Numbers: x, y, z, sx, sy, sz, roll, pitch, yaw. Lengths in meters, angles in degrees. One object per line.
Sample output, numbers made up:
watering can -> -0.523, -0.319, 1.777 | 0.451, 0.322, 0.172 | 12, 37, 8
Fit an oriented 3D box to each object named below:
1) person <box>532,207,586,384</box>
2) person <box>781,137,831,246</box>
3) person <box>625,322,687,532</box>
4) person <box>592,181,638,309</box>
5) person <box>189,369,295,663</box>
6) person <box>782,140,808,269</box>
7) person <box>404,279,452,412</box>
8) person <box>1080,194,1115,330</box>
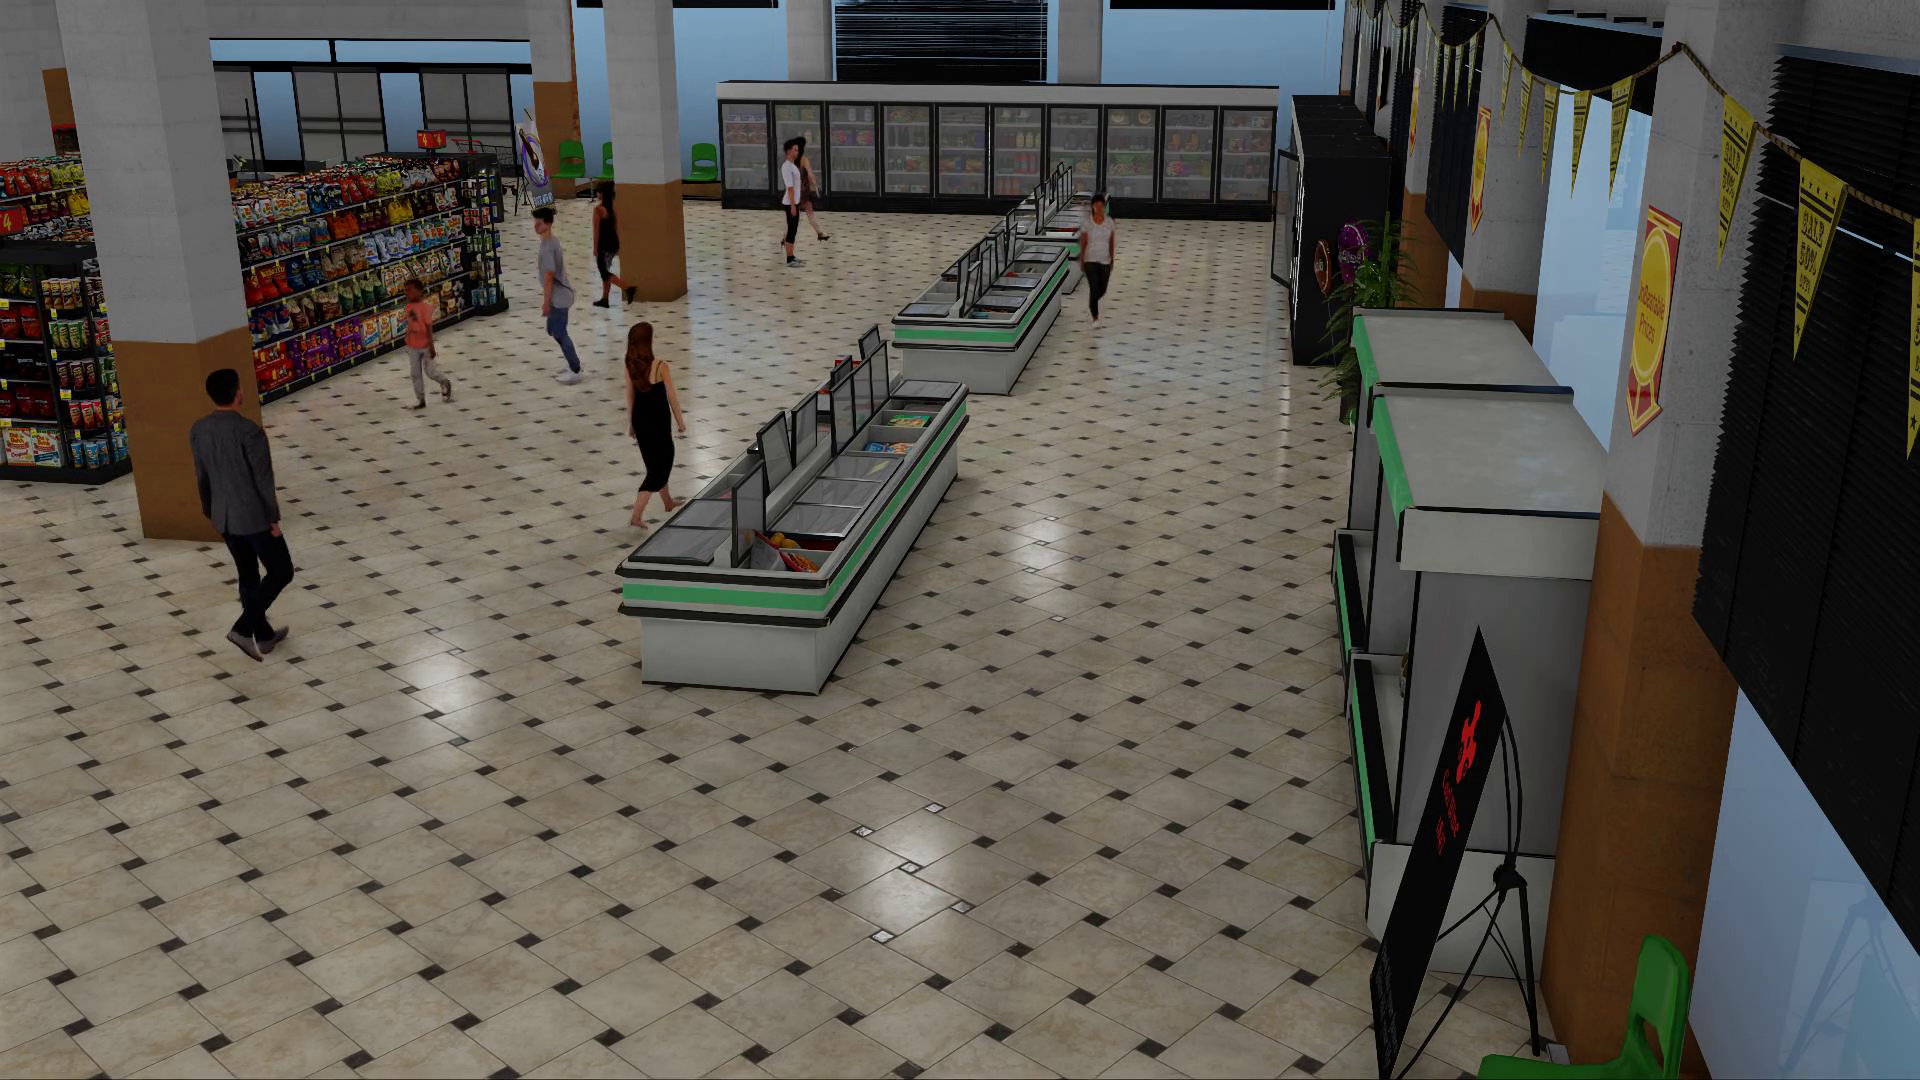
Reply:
person -> -4.207, -2.575, 17.583 | 0.901, 1.851, 0.758 | 0, 19, 0
person -> -2.580, -5.405, 26.190 | 1.234, 1.714, 1.111 | -14, 23, -36
person -> -2.423, -0.855, 12.880 | 0.770, 1.596, 1.126 | 9, 21, 25
person -> -4.518, -3.797, 21.522 | 0.787, 1.649, 0.929 | 8, 20, 23
person -> -4.448, -0.115, 10.277 | 0.738, 1.858, 0.954 | 5, 19, 14
person -> -2.524, -5.036, 24.880 | 0.768, 1.851, 0.568 | 0, 19, 0
person -> -5.348, -1.960, 16.626 | 0.583, 1.297, 0.832 | 7, 20, 21
person -> 1.674, -3.430, 20.484 | 0.783, 1.618, 1.060 | -3, 19, -8
